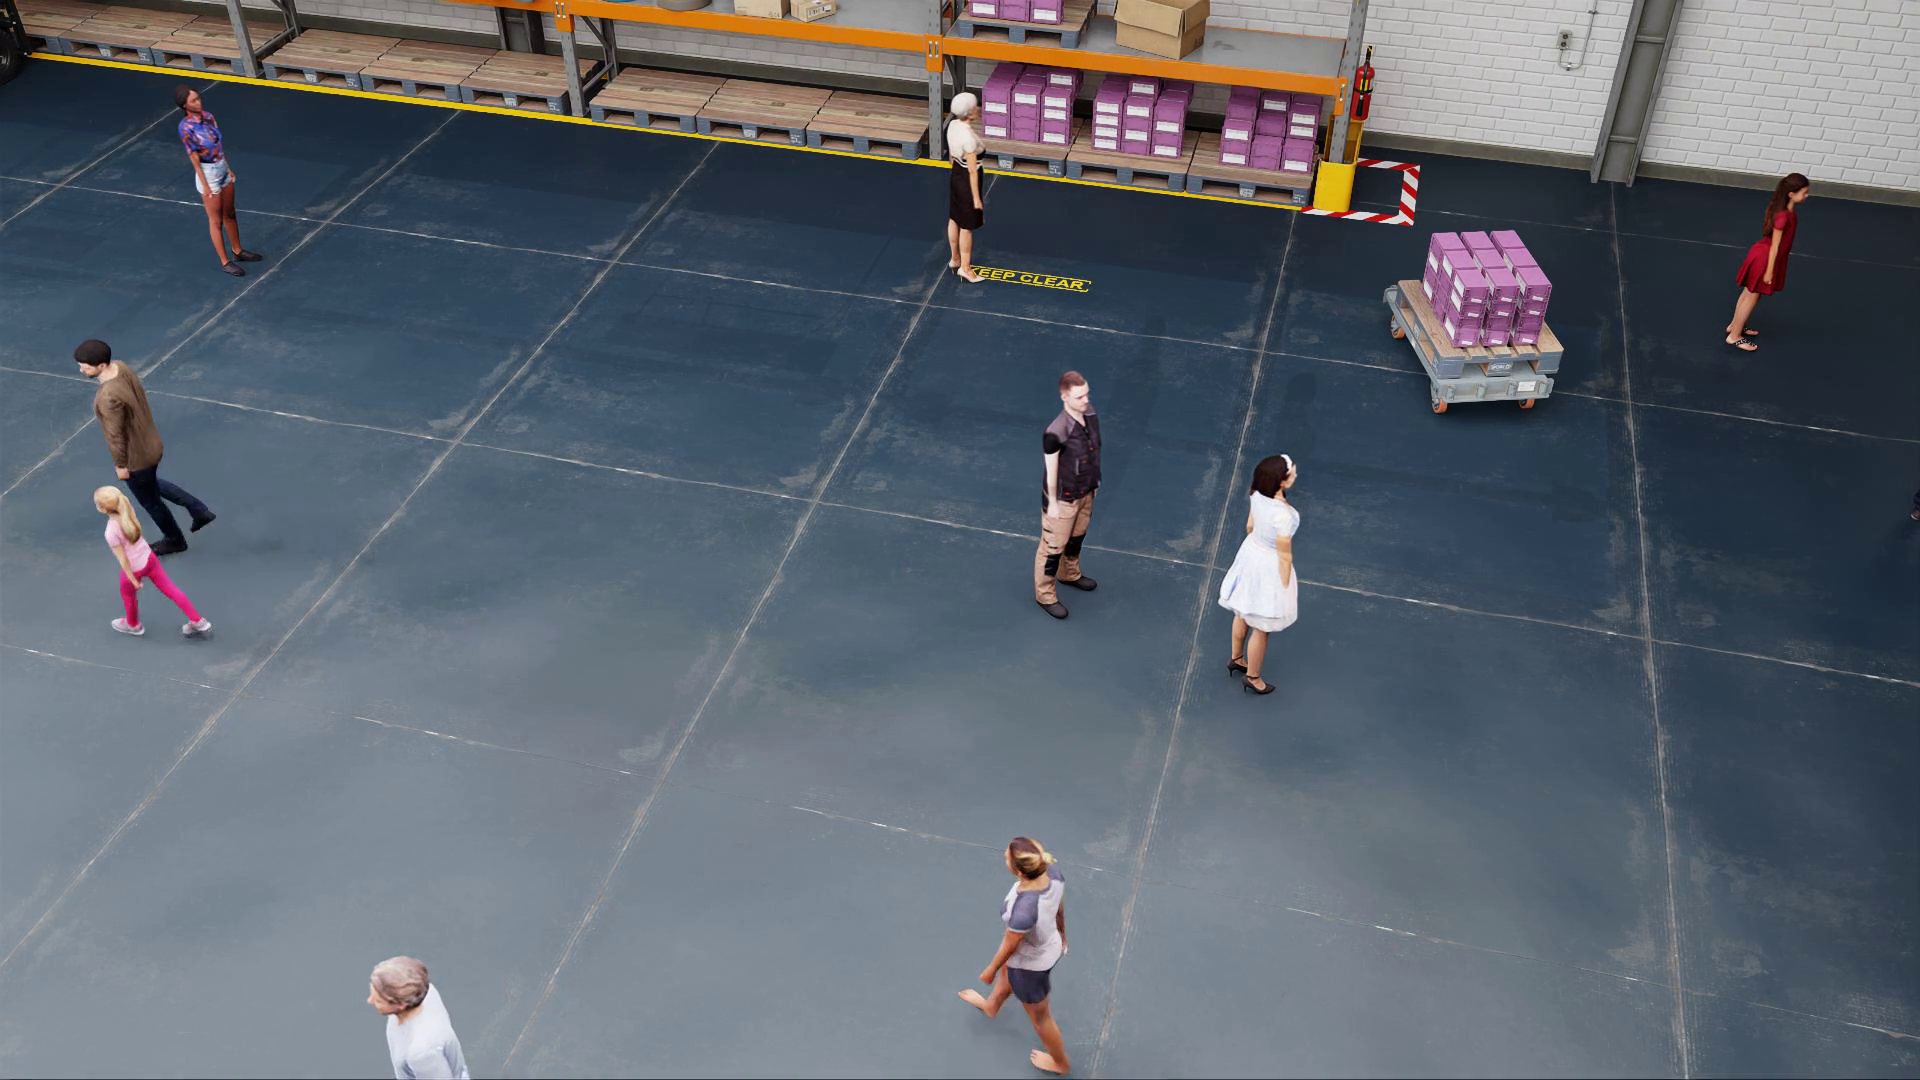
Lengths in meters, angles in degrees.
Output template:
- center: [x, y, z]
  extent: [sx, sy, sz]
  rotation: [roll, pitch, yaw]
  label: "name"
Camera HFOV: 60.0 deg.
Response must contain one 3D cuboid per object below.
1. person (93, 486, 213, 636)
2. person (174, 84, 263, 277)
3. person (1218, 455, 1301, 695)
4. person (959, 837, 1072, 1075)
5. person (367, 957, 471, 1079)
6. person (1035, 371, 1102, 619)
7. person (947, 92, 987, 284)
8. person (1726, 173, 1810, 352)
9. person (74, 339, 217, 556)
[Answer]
- center: [-5.375, 0.154, 11.004]
  extent: [0.914, 1.251, 0.485]
  rotation: [7, 39, 9]
  label: "person"
- center: [-6.668, -3.228, 14.845]
  extent: [0.515, 1.742, 0.588]
  rotation: [8, 39, 10]
  label: "person"
- center: [1.911, 0.220, 10.468]
  extent: [0.906, 1.818, 0.854]
  rotation: [-13, 41, -16]
  label: "person"
- center: [0.430, 2.110, 8.287]
  extent: [0.982, 1.585, 0.708]
  rotation: [17, 42, 20]
  label: "person"
- center: [-2.360, 2.506, 7.545]
  extent: [0.785, 1.892, 0.743]
  rotation: [-17, 42, -20]
  label: "person"
- center: [0.720, -0.348, 11.159]
  extent: [0.726, 1.842, 0.759]
  rotation: [25, 45, 28]
  label: "person"
- center: [0.031, -3.108, 14.685]
  extent: [0.724, 1.755, 0.702]
  rotation: [-14, 41, -17]
  label: "person"
- center: [6.742, -2.351, 13.899]
  extent: [0.626, 1.552, 0.570]
  rotation: [14, 41, 17]
  label: "person"
- center: [-5.595, -0.621, 11.487]
  extent: [0.918, 1.860, 0.844]
  rotation: [-7, 39, -8]
  label: "person"
